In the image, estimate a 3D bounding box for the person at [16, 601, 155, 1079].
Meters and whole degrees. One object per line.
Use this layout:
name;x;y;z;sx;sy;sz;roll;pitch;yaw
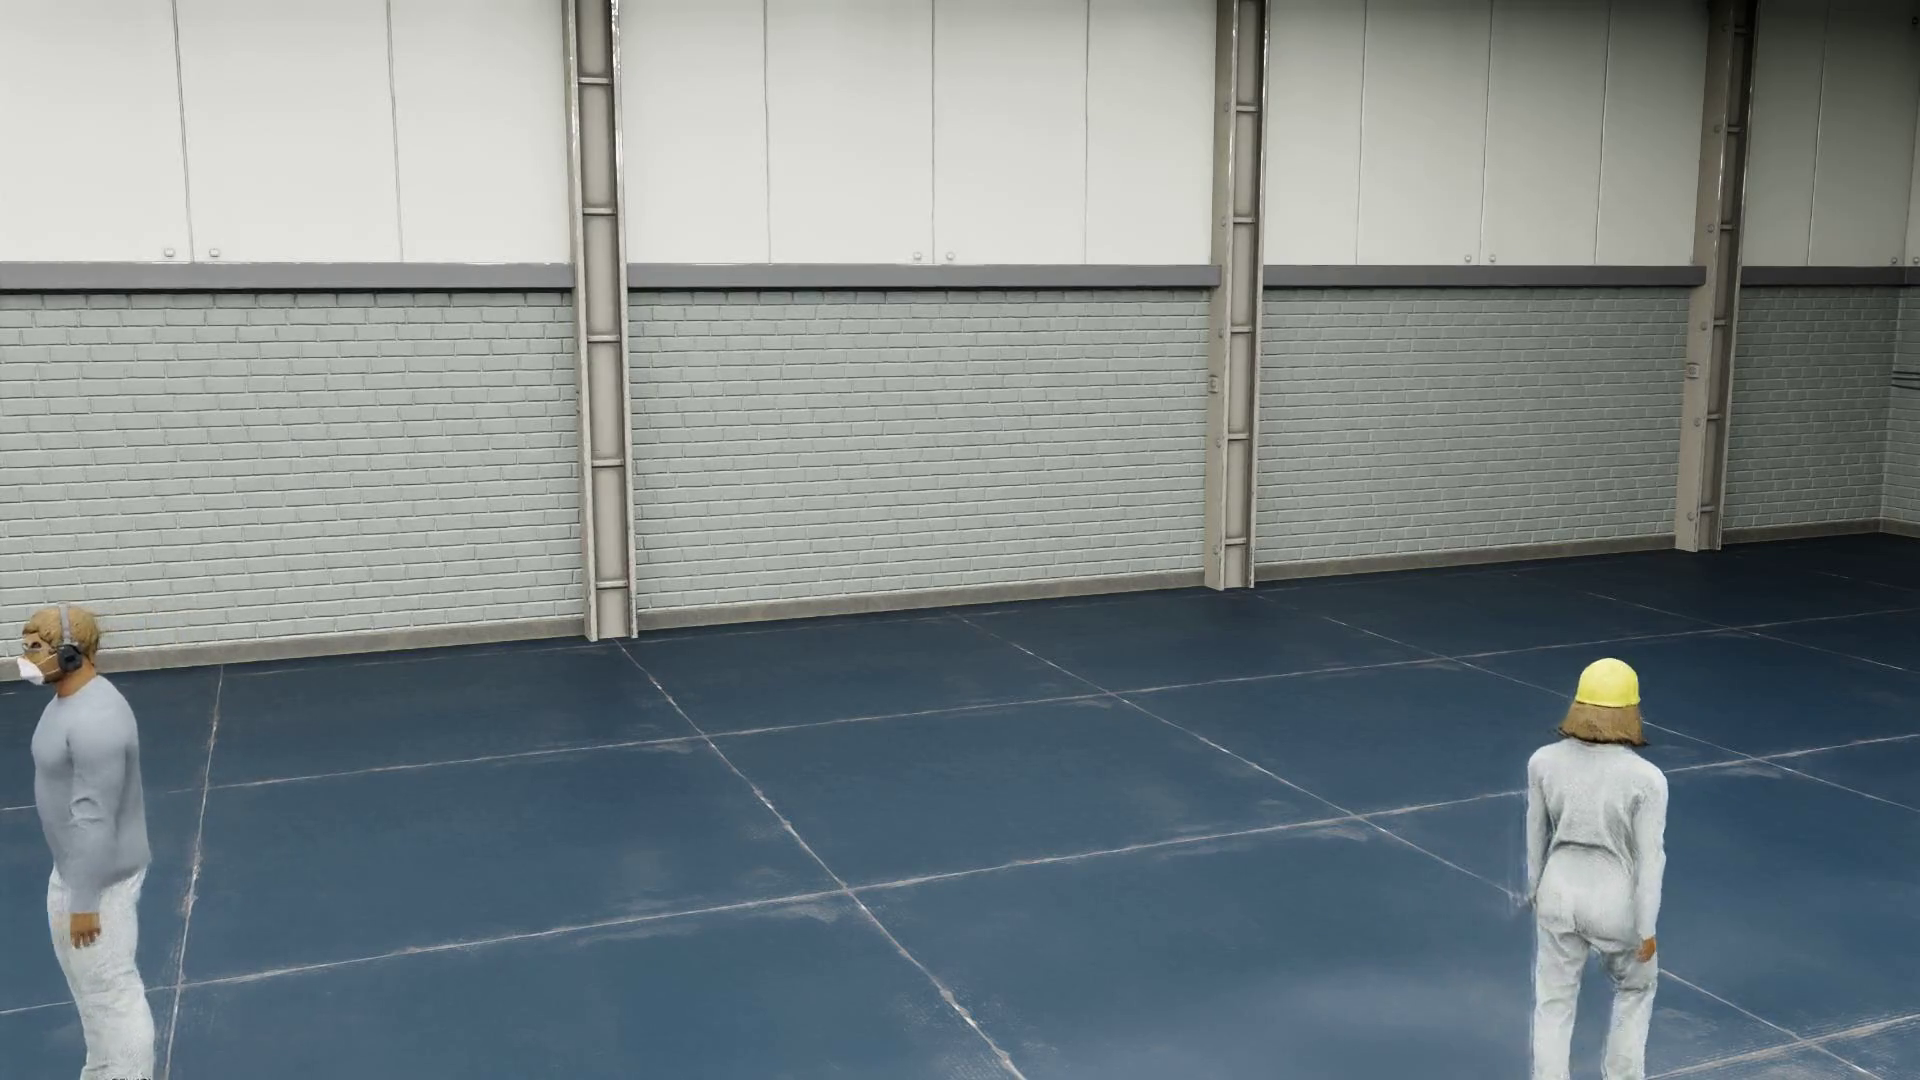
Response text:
person;-3.021;1.165;5.740;0.407;1.938;0.629;-7;11;-36

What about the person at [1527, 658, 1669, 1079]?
person;2.223;1.260;5.810;0.500;1.723;0.600;8;12;41
